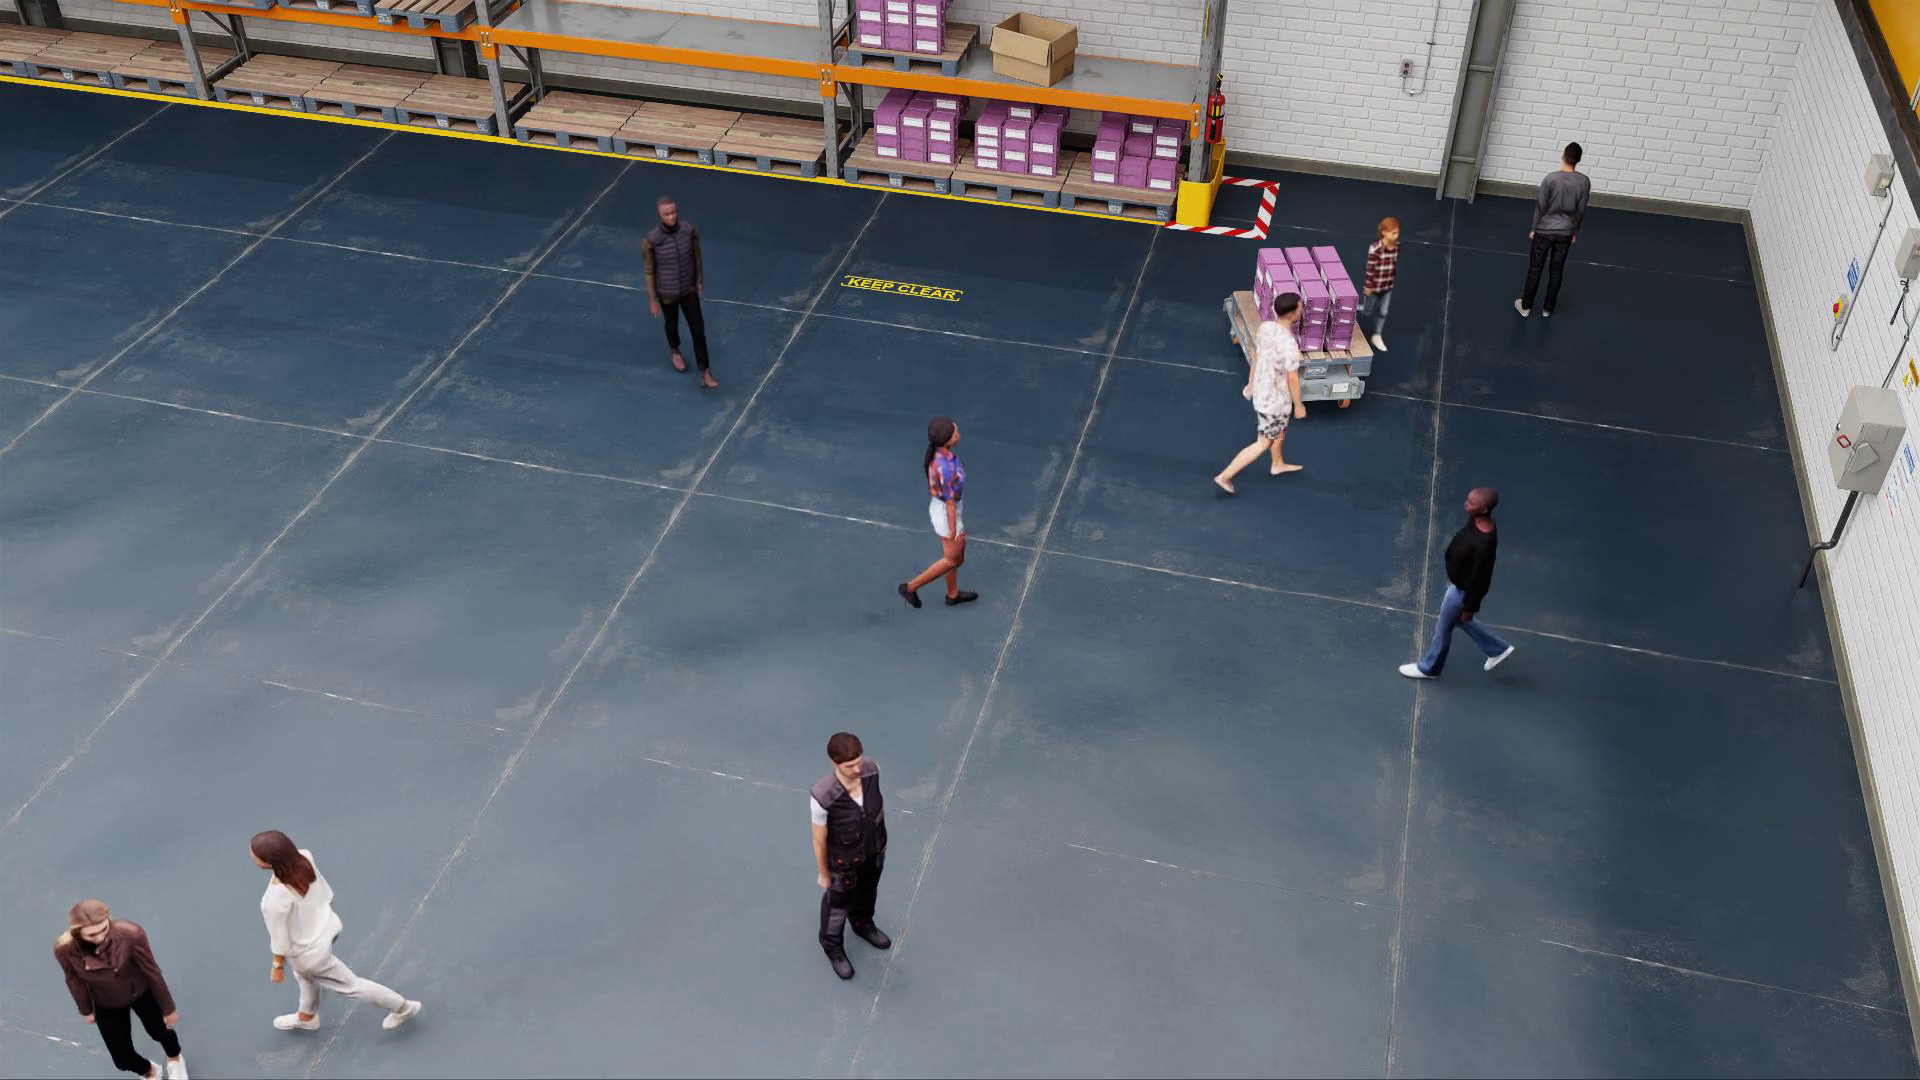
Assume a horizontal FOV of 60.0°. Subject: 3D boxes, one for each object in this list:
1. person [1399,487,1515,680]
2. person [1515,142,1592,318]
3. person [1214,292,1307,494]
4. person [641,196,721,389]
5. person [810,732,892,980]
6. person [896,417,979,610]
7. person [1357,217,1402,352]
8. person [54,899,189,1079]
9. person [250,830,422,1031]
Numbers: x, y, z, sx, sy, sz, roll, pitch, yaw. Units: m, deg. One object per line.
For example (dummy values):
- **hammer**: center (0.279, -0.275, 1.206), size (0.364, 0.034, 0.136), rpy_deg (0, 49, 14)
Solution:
- **person**: center (3.608, 0.329, 11.629), size (1.005, 1.733, 0.657), rpy_deg (5, 39, 6)
- **person**: center (5.602, -2.916, 15.671), size (0.529, 1.761, 0.707), rpy_deg (4, 39, 5)
- **person**: center (2.454, -1.159, 13.438), size (1.200, 1.802, 1.006), rpy_deg (-9, 40, -11)
- **person**: center (-2.553, -2.250, 14.812), size (1.173, 1.793, 1.219), rpy_deg (-19, 42, -22)
- **person**: center (-0.639, 1.795, 9.703), size (0.757, 1.848, 0.761), rpy_deg (-31, 48, -33)
- **person**: center (-0.188, -0.162, 12.248), size (0.977, 1.730, 0.828), rpy_deg (-8, 39, -10)
- **person**: center (3.848, -2.412, 15.414), size (0.815, 1.293, 0.830), rpy_deg (-15, 41, -18)
- **person**: center (-4.517, 2.430, 9.041), size (0.753, 1.681, 0.834), rpy_deg (-13, 40, -16)
- **person**: center (-3.541, 2.239, 9.299), size (1.170, 1.657, 0.843), rpy_deg (-3, 39, -3)
